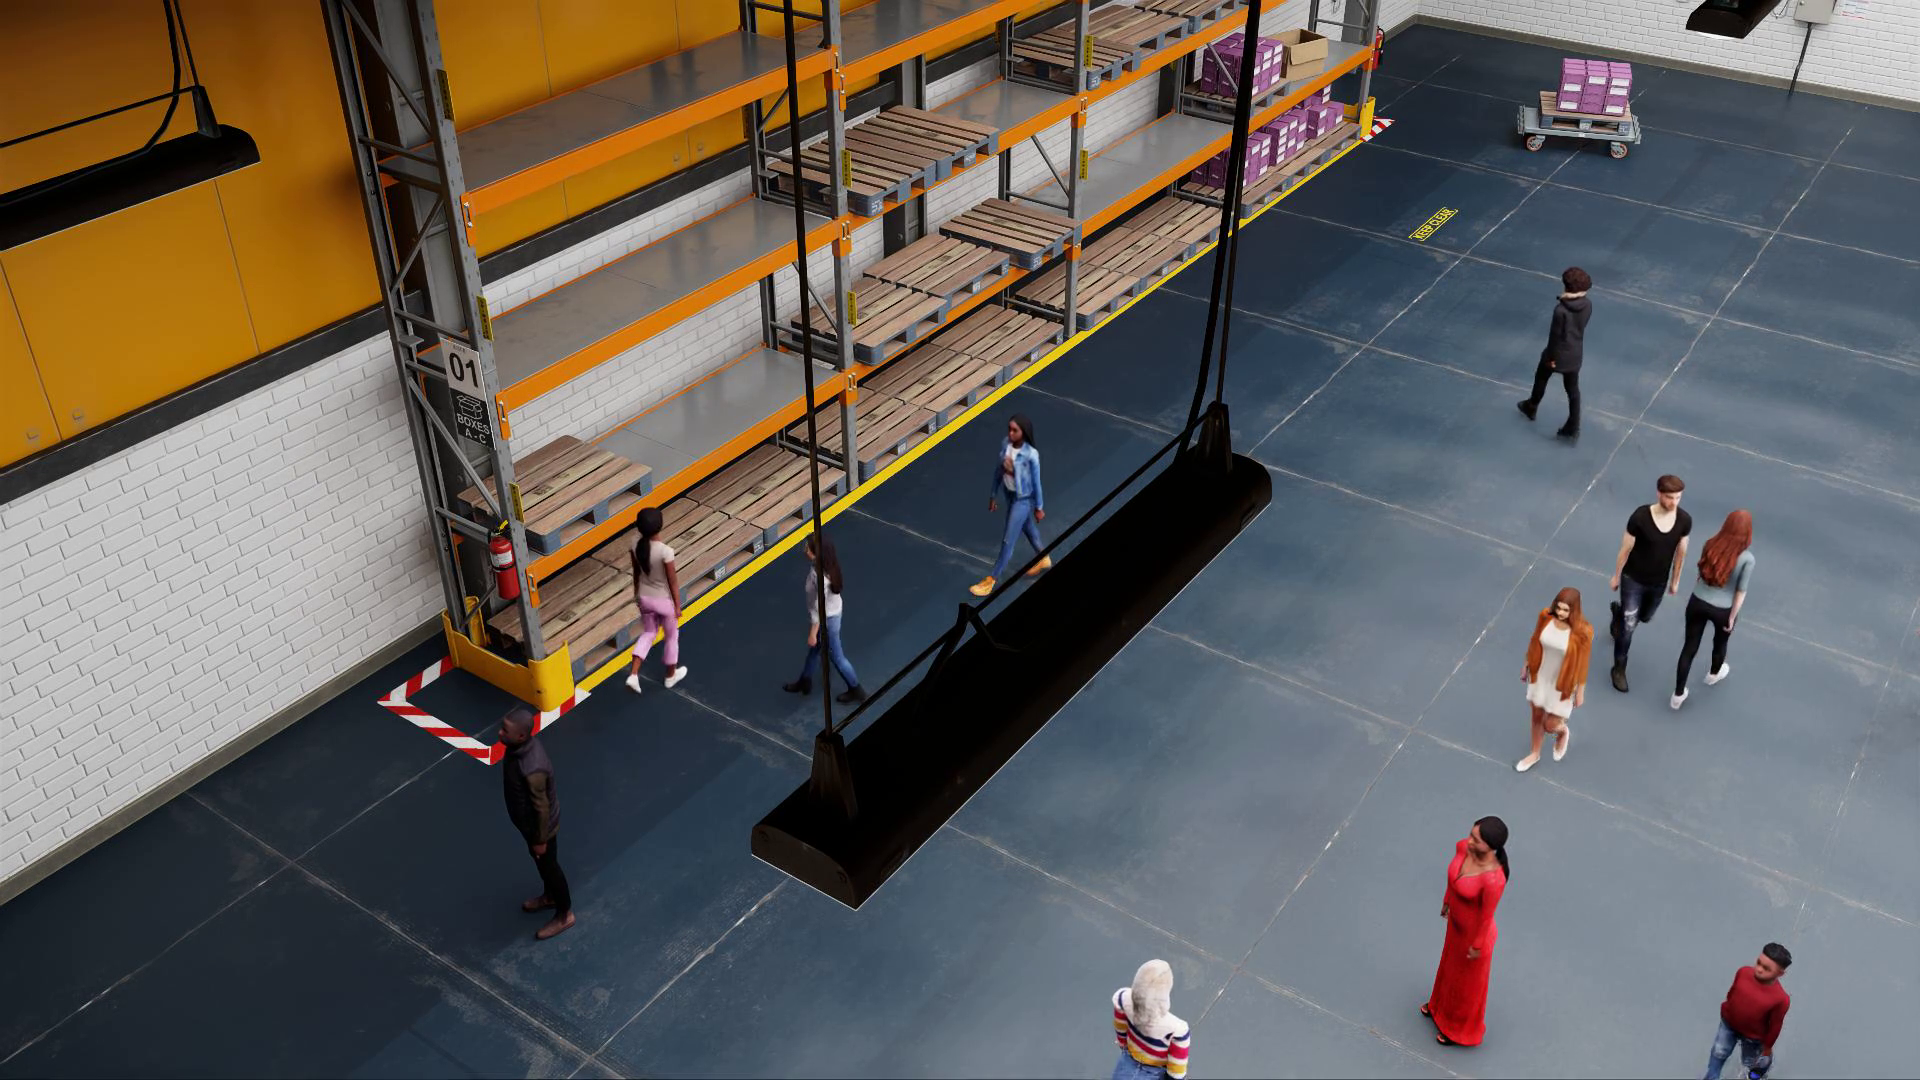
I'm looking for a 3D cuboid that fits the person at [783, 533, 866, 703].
[{"bbox_3d":[-0.969,0.635,12.961,0.968,1.603,0.956,0,34,0],"label":"person"}]

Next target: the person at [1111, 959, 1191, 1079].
[{"bbox_3d":[0.967,3.041,9.200,0.706,1.759,1.108,24,40,31],"label":"person"}]

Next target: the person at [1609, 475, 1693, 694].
[{"bbox_3d":[5.448,0.244,13.303,1.054,1.874,1.219,1,34,2],"label":"person"}]

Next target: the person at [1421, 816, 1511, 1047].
[{"bbox_3d":[3.132,2.380,10.170,0.809,1.785,0.759,-9,35,-13],"label":"person"}]

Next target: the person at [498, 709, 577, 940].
[{"bbox_3d":[-2.790,1.837,10.942,0.748,1.836,0.775,-17,37,-23],"label":"person"}]

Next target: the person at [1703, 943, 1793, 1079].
[{"bbox_3d":[4.737,2.867,9.929,0.865,1.241,0.685,-19,38,-26],"label":"person"}]

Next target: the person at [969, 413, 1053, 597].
[{"bbox_3d":[0.575,-0.344,14.375,1.252,1.668,0.888,-23,40,-30],"label":"person"}]

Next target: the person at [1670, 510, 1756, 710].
[{"bbox_3d":[5.806,0.582,12.942,0.652,1.711,0.970,27,42,34],"label":"person"}]

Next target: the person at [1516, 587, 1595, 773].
[{"bbox_3d":[4.452,0.996,12.332,0.793,1.697,0.735,-26,42,-34],"label":"person"}]

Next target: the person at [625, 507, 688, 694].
[{"bbox_3d":[-2.427,0.527,13.014,0.667,1.724,0.918,16,37,22],"label":"person"}]

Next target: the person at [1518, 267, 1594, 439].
[{"bbox_3d":[6.064,-1.831,16.534,1.110,1.754,1.105,-10,35,-14],"label":"person"}]
